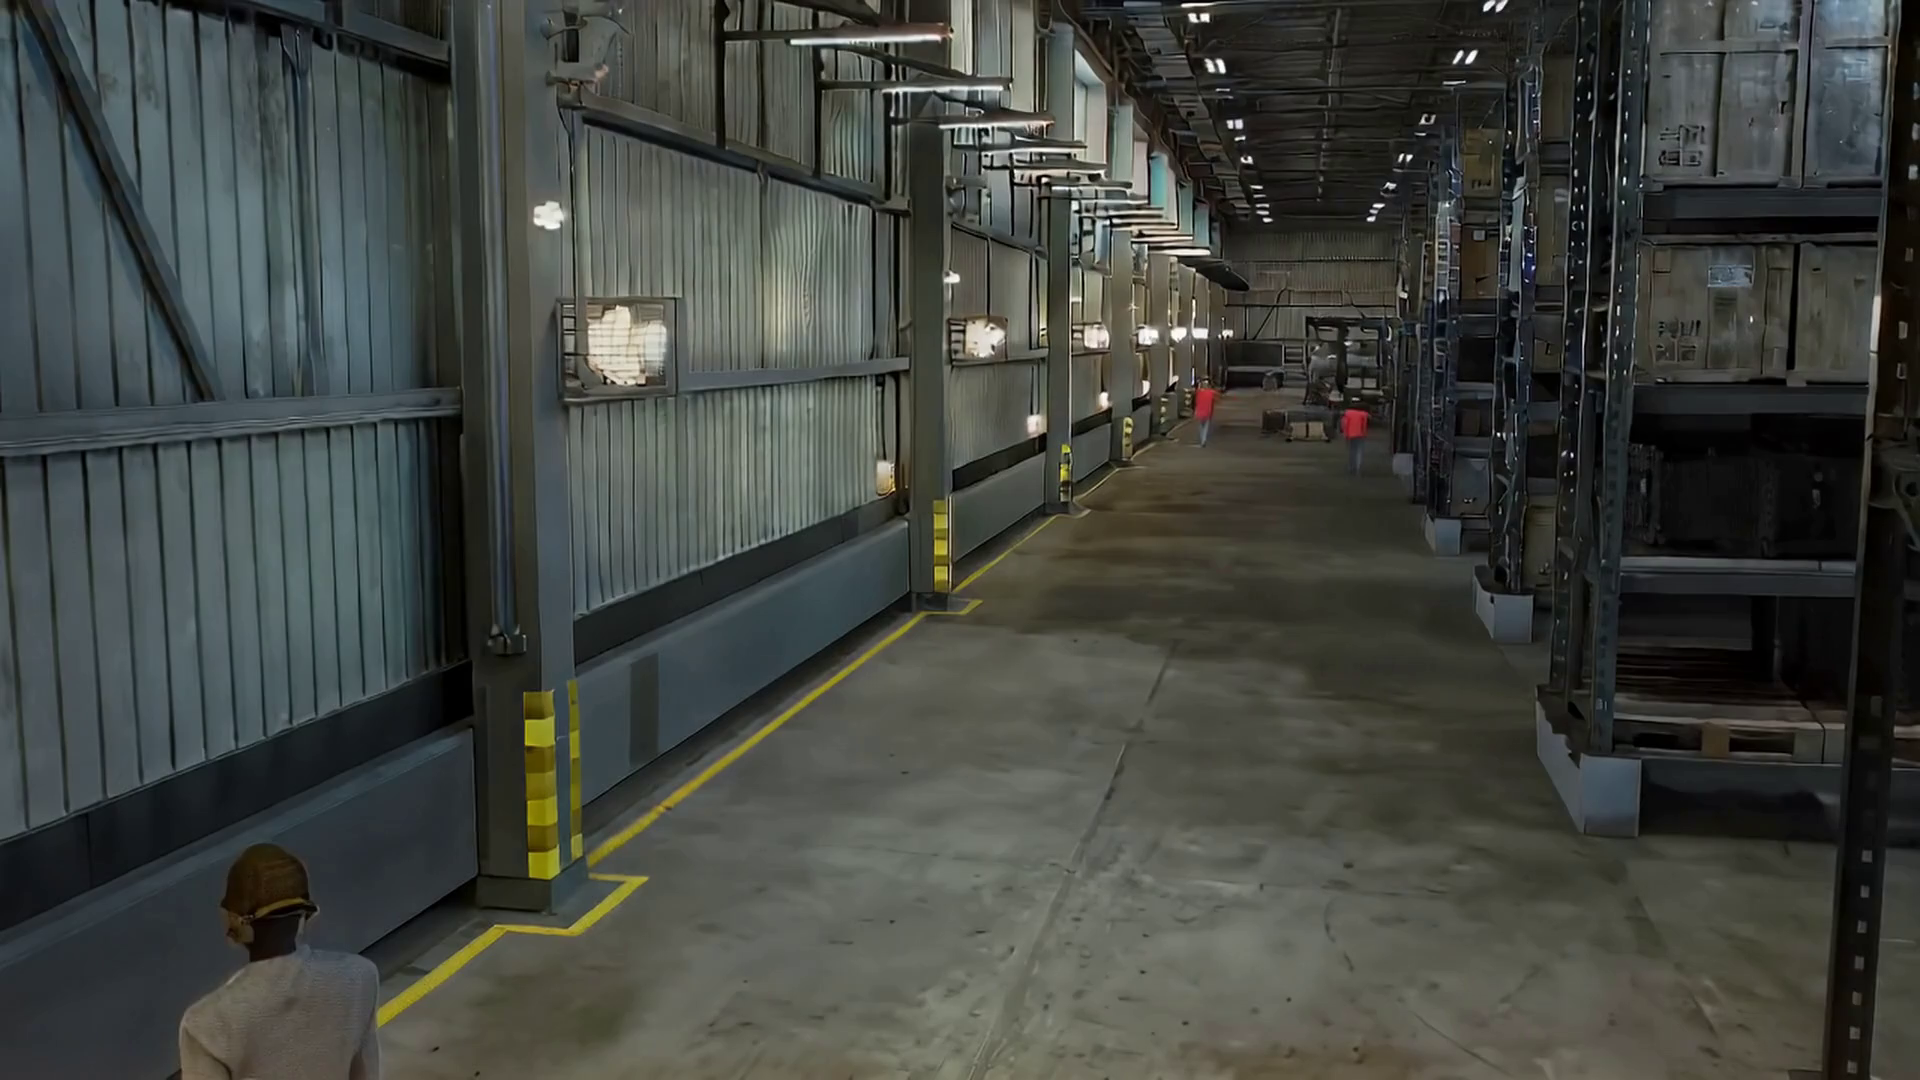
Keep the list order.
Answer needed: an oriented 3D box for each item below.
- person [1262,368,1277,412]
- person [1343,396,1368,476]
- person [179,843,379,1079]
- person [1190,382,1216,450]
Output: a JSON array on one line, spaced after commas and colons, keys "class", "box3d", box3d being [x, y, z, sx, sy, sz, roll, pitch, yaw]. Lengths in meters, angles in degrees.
[{"class": "person", "box3d": [11.583, -5.561, 62.251, 0.581, 1.795, 1.008, 3, 8, 22]}, {"class": "person", "box3d": [8.480, -2.220, 35.665, 0.524, 1.741, 0.757, 1, 7, 11]}, {"class": "person", "box3d": [-1.823, 1.673, 4.462, 0.334, 1.749, 0.575, 5, 9, 35]}, {"class": "person", "box3d": [6.396, -3.277, 43.920, 0.633, 1.788, 0.929, -2, 7, -14]}]
